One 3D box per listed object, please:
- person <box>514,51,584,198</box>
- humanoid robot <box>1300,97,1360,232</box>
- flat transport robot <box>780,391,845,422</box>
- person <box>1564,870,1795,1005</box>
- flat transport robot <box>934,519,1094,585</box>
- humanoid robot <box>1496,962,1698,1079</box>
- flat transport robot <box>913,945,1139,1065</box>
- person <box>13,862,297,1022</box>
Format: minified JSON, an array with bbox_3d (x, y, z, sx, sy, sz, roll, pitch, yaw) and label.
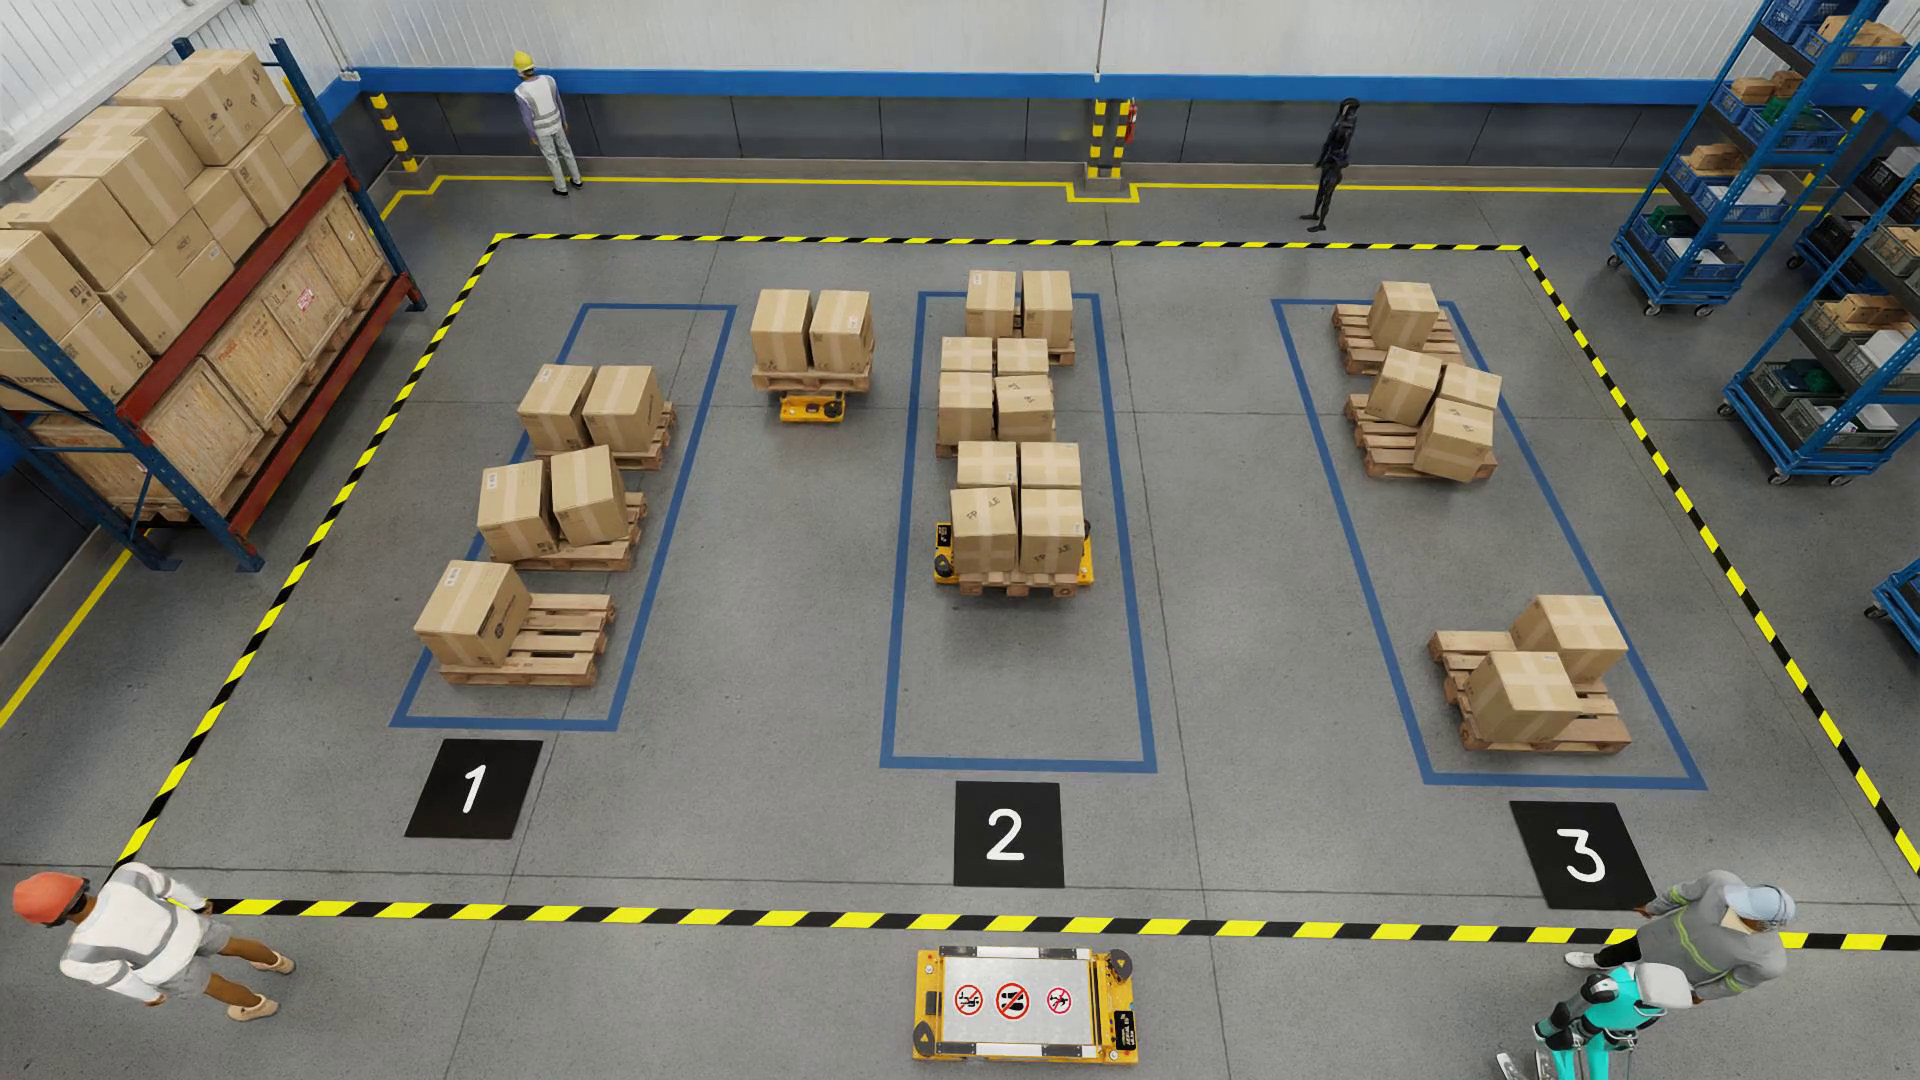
[{"bbox_3d":[-5.343,-5.346,11.834,0.404,1.830,0.599,29,56,21],"label":"person"},{"bbox_3d":[4.606,-4.638,11.348,0.315,1.657,0.599,-1,51,0],"label":"humanoid robot"},{"bbox_3d":[-1.541,-1.847,9.973,0.652,0.197,1.431,1,51,1],"label":"flat transport robot"},{"bbox_3d":[4.288,2.441,5.474,0.396,1.850,0.597,-4,51,-3],"label":"person"},{"bbox_3d":[0.490,0.087,8.397,1.431,0.197,0.652,1,51,1],"label":"flat transport robot"},{"bbox_3d":[3.555,2.907,5.082,0.533,1.677,0.735,0,51,0],"label":"humanoid robot"},{"bbox_3d":[0.422,3.041,6.007,1.431,0.231,0.659,1,51,1],"label":"flat transport robot"},{"bbox_3d":[-4.677,2.391,5.394,0.373,2.040,0.613,0,51,0],"label":"person"}]
